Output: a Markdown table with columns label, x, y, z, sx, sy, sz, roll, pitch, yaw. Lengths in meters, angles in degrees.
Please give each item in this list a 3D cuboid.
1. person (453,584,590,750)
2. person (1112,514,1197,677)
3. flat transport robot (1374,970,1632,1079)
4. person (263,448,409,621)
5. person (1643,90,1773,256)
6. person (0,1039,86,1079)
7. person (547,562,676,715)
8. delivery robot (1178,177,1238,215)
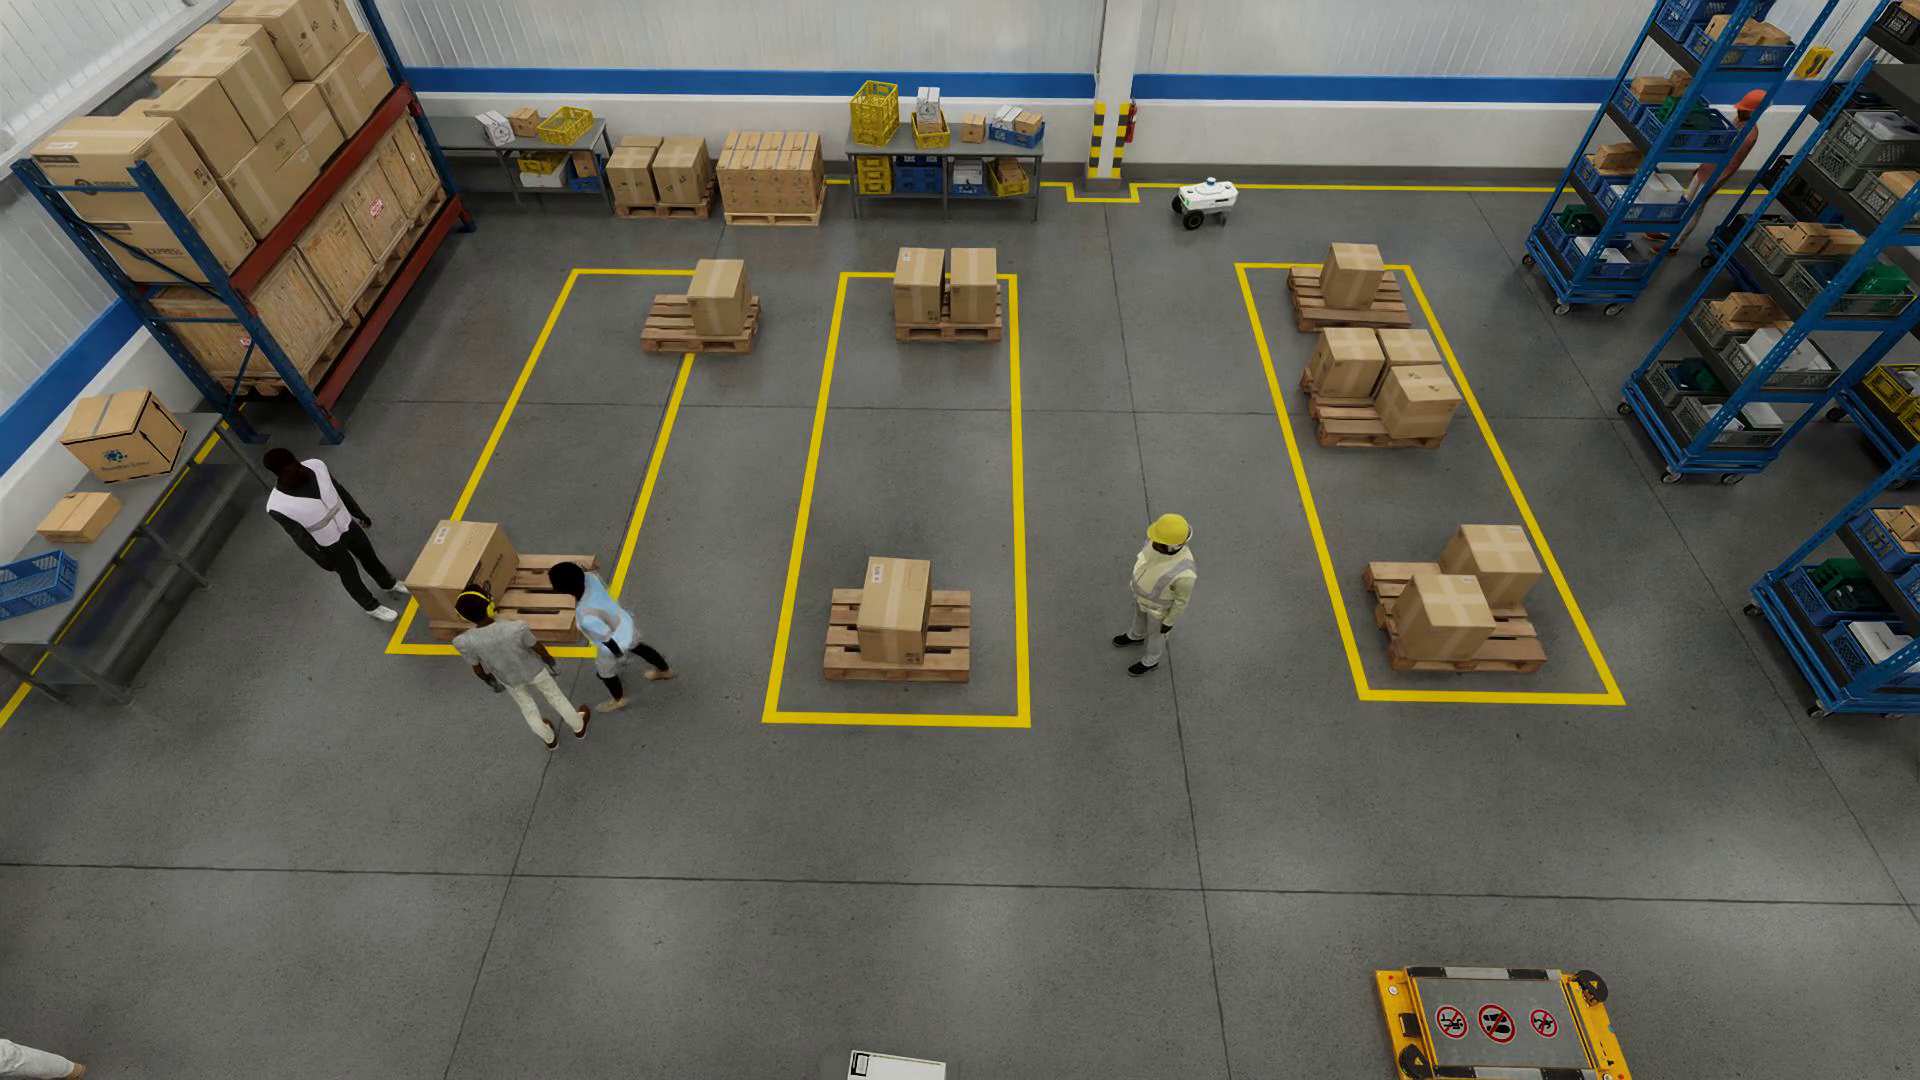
| label | x | y | z | sx | sy | sz | roll | pitch | yaw |
| --- | --- | --- | --- | --- | --- | --- | --- | --- | --- |
| person | -3.197 | 0.954 | 6.670 | 0.521 | 1.865 | 0.327 | -17 | 53 | -13 |
| person | 1.512 | 0.421 | 7.125 | 0.404 | 1.829 | 0.601 | -13 | 52 | -10 |
| flat transport robot | 3.501 | 3.133 | 5.914 | 1.431 | 0.197 | 0.652 | 1 | 51 | 1 |
| person | -5.100 | -0.053 | 7.465 | 0.387 | 1.909 | 0.594 | 7 | 51 | 6 |
| person | 8.920 | -4.346 | 10.913 | 0.392 | 1.986 | 0.610 | 11 | 52 | 9 |
| person | -5.694 | 2.954 | 5.056 | 0.429 | 1.842 | 0.626 | -6 | 51 | -5 |
| person | -2.712 | 0.718 | 7.002 | 0.734 | 1.652 | 0.538 | -11 | 52 | -9 |
| delivery robot | 3.200 | -4.440 | 11.847 | 0.707 | 0.478 | 0.477 | -9 | 52 | -8 |
